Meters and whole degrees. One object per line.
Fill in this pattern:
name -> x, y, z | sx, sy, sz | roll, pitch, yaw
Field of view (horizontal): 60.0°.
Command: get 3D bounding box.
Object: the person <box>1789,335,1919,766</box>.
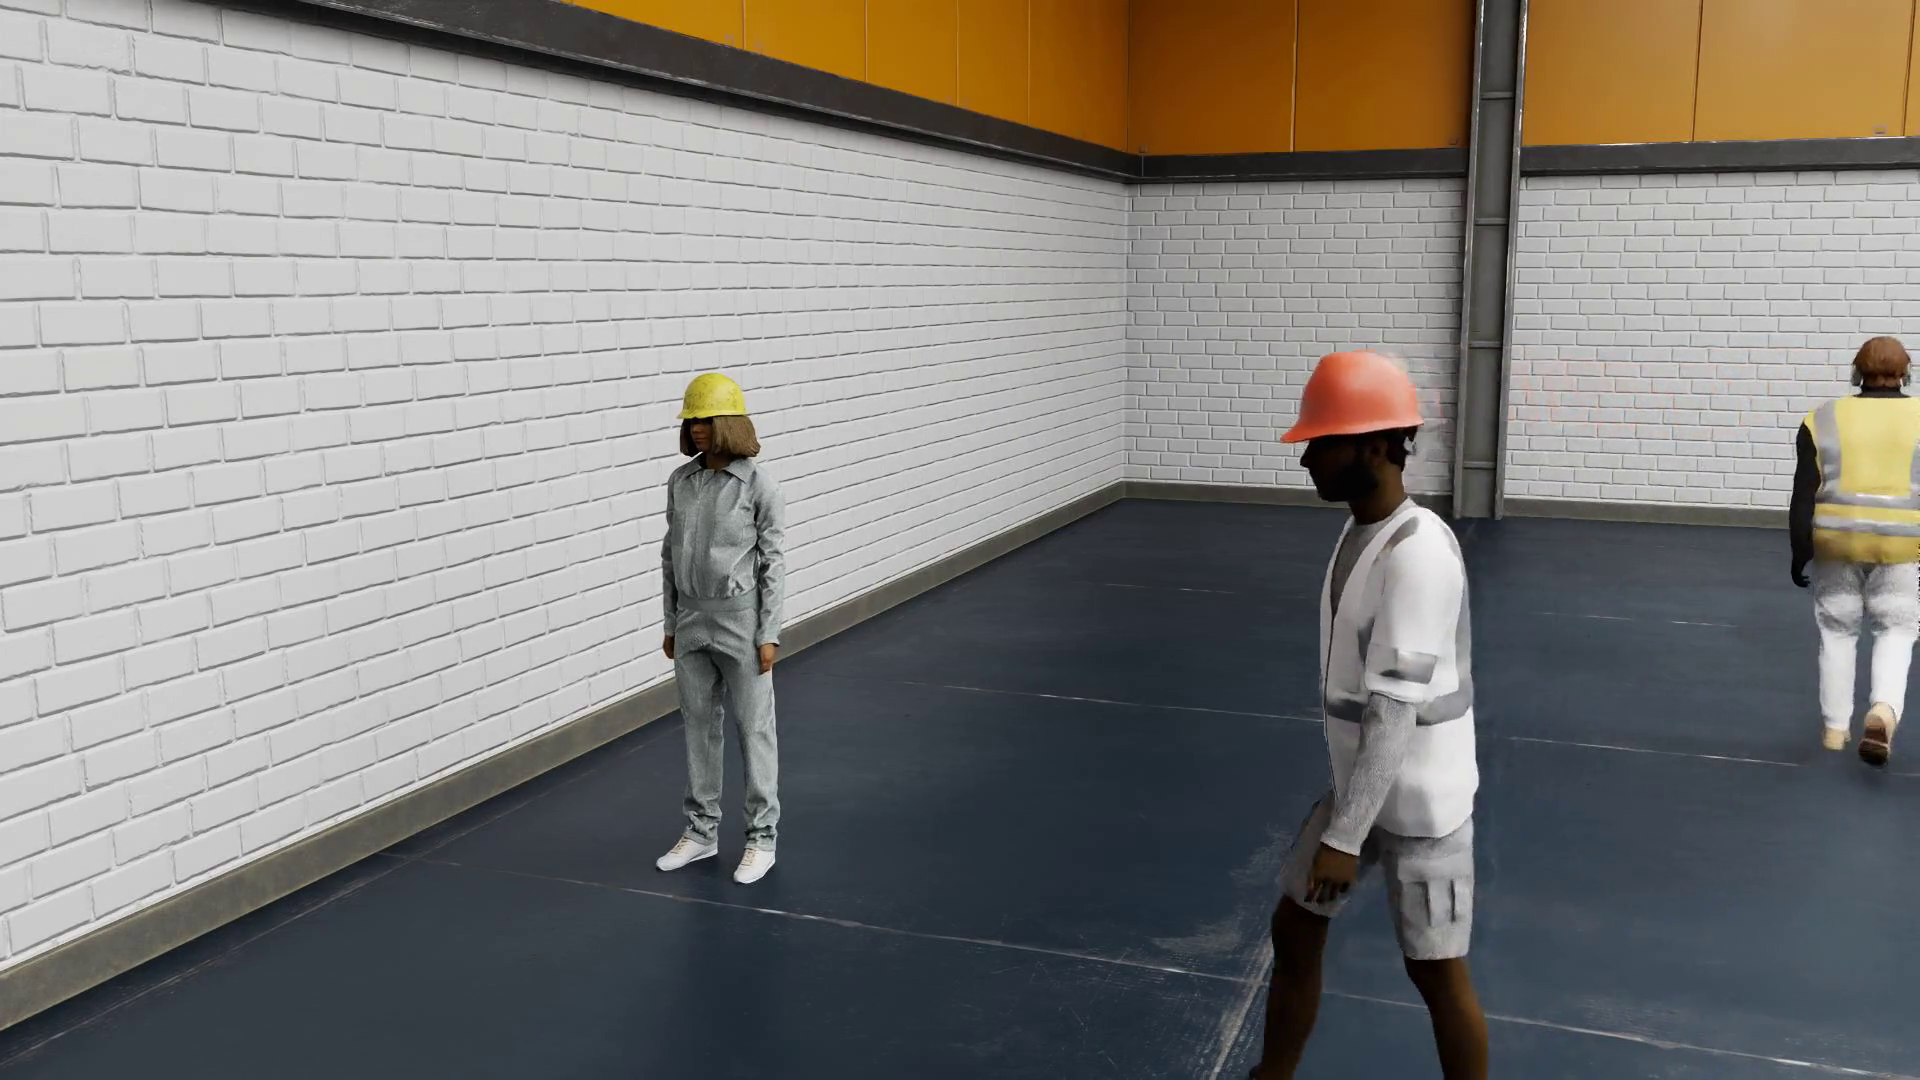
person -> 3.849, 0.052, 7.039 | 0.635, 1.826, 0.724 | 5, 10, 28

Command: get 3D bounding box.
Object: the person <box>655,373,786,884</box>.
person -> -0.824, 0.301, 5.699 | 0.484, 1.744, 0.295 | 4, 10, 26

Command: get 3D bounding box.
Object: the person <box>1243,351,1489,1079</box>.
person -> 0.828, 0.552, 3.624 | 0.852, 1.899, 0.557 | -1, 9, -7
